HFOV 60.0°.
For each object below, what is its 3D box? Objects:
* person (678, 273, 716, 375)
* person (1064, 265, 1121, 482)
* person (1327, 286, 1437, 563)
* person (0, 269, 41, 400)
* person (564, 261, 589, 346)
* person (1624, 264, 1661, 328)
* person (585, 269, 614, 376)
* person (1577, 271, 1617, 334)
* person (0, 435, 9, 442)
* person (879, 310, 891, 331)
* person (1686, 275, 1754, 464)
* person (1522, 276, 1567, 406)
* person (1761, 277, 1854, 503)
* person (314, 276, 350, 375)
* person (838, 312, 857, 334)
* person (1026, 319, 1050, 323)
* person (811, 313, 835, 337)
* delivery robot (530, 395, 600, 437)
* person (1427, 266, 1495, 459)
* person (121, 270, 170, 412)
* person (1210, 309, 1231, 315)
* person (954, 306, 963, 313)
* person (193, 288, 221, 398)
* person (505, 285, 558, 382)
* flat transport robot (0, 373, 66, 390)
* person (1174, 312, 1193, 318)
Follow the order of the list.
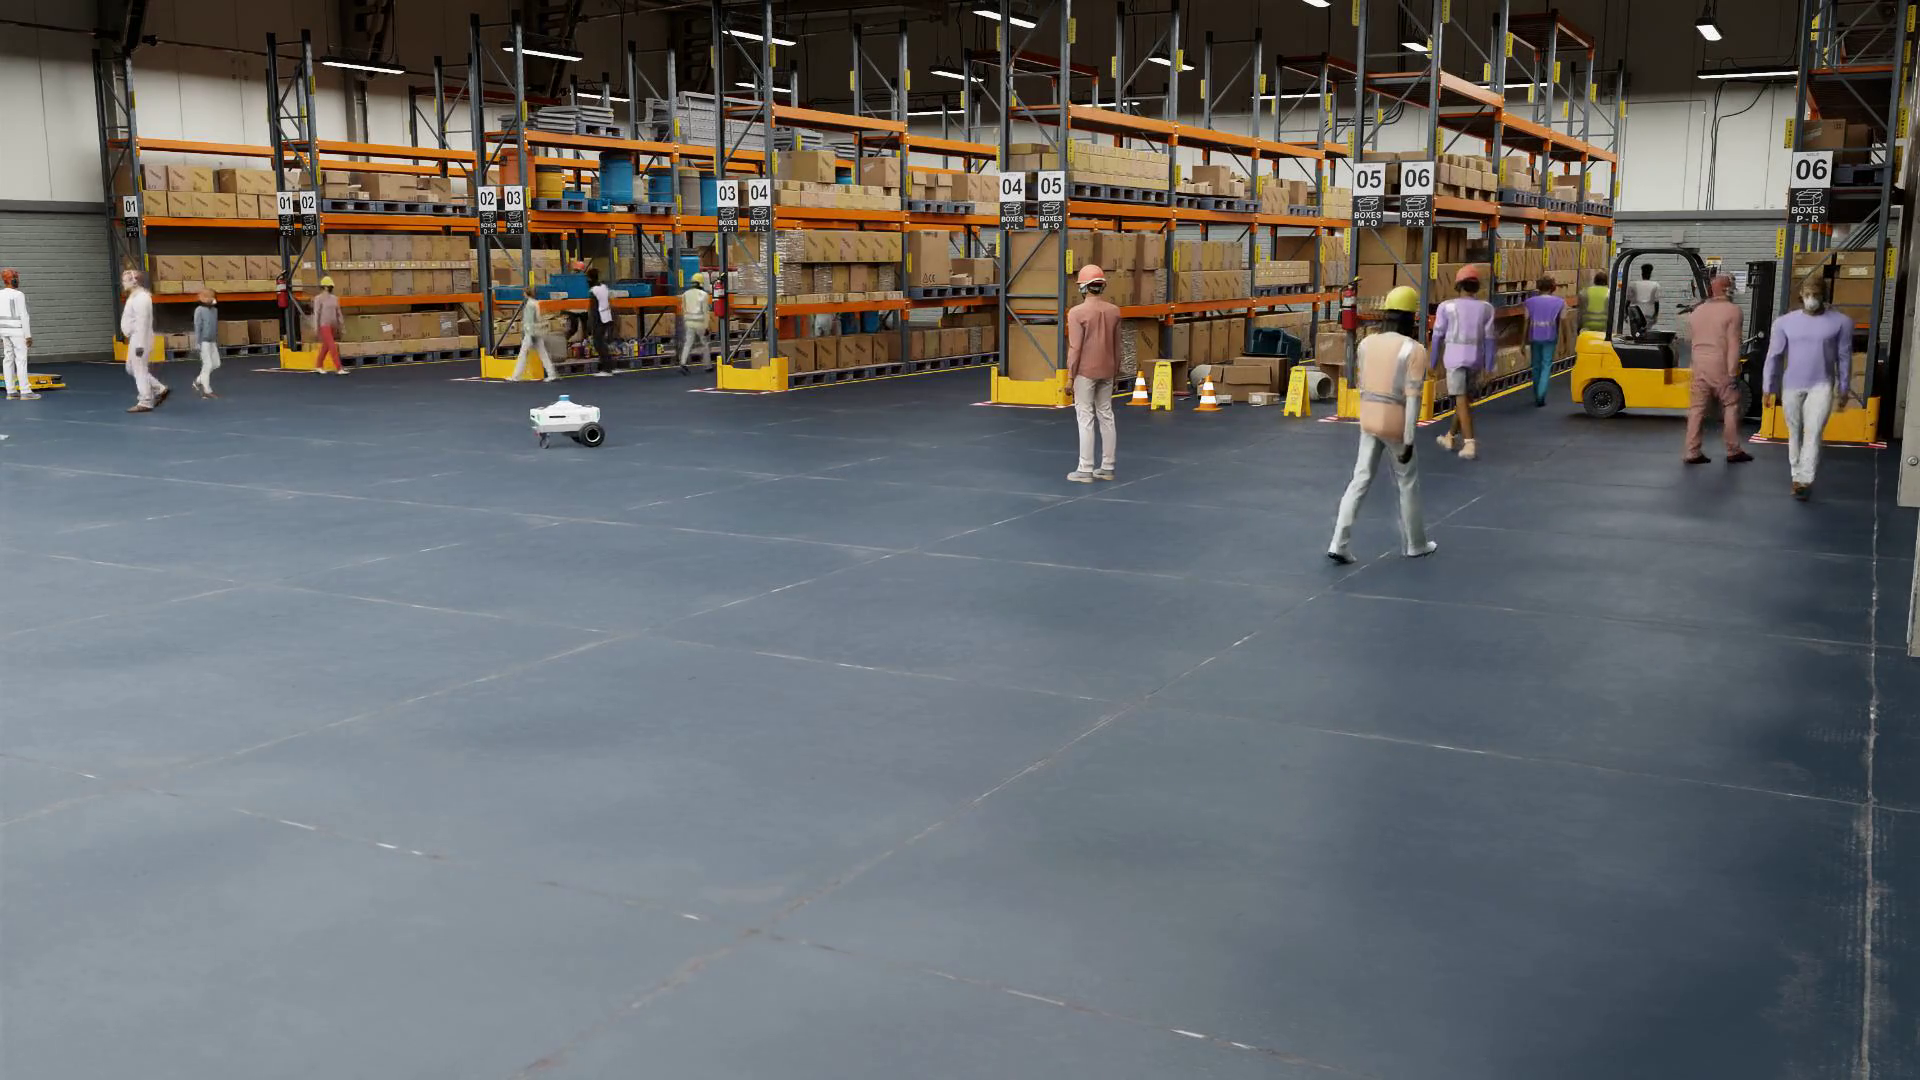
[{"bbox_3d":[-4.650,-3.794,29.197,0.587,1.793,0.913,4,11,23],"label":"person"},{"bbox_3d":[1.211,-1.530,15.331,0.618,1.993,0.396,-7,12,-35],"label":"person"},{"bbox_3d":[2.887,-0.771,11.254,1.008,1.880,0.605,-8,12,-39],"label":"person"},{"bbox_3d":[-13.670,-2.964,24.057,0.573,1.883,0.353,3,10,19],"label":"person"},{"bbox_3d":[-7.907,-4.756,34.284,0.629,1.974,0.728,5,11,25],"label":"person"},{"bbox_3d":[13.338,-4.418,32.518,0.611,1.917,1.008,3,10,20],"label":"person"},{"bbox_3d":[-6.205,-3.733,28.619,0.401,1.860,0.695,1,10,4],"label":"person"},{"bbox_3d":[10.652,-3.582,27.850,0.636,1.825,0.633,5,11,27],"label":"person"},{"bbox_3d":[-11.084,-1.884,18.383,0.802,1.659,0.534,-5,11,-27],"label":"person"},{"bbox_3d":[-1.935,-5.859,40.912,0.558,1.918,0.765,7,12,34],"label":"person"},{"bbox_3d":[7.648,-1.697,16.631,0.814,1.876,0.680,-4,11,-23],"label":"person"},{"bbox_3d":[8.146,-2.781,23.211,0.581,1.810,0.929,5,11,27],"label":"person"},{"bbox_3d":[7.181,-1.275,14.148,0.658,1.882,1.019,6,12,32],"label":"person"},{"bbox_3d":[-11.068,-3.750,29.129,0.897,1.722,0.536,4,11,23],"label":"person"},{"bbox_3d":[-2.268,-4.852,35.363,0.517,1.807,0.955,5,11,26],"label":"person"},{"bbox_3d":[1.462,-3.886,30.091,0.532,1.670,0.726,8,13,39],"label":"person"},{"bbox_3d":[-2.522,-3.968,30.398,0.492,1.719,0.662,4,11,24],"label":"person"},{"bbox_3d":[-4.300,-1.330,18.098,0.707,0.478,0.477,-5,11,-27],"label":"delivery robot"},{"bbox_3d":[5.213,-1.845,17.271,0.610,1.980,1.103,-2,10,-9],"label":"person"},{"bbox_3d":[-10.903,-2.642,22.132,0.473,1.890,0.675,-5,11,-27],"label":"person"},{"bbox_3d":[5.247,-4.566,33.525,0.507,1.853,0.500,5,11,27],"label":"person"},{"bbox_3d":[0.173,-5.687,39.895,0.645,1.925,0.439,5,11,27],"label":"person"},{"bbox_3d":[-11.060,-2.883,24.346,0.431,1.613,0.533,2,10,10],"label":"person"},{"bbox_3d":[-7.045,-3.381,27.350,0.842,1.591,0.522,1,10,3],"label":"person"},{"bbox_3d":[-14.712,-2.482,25.947,1.431,0.197,0.652,5,11,28],"label":"flat transport robot"},{"bbox_3d":[5.111,-5.433,38.048,0.677,2.000,1.014,5,11,25],"label":"person"}]
